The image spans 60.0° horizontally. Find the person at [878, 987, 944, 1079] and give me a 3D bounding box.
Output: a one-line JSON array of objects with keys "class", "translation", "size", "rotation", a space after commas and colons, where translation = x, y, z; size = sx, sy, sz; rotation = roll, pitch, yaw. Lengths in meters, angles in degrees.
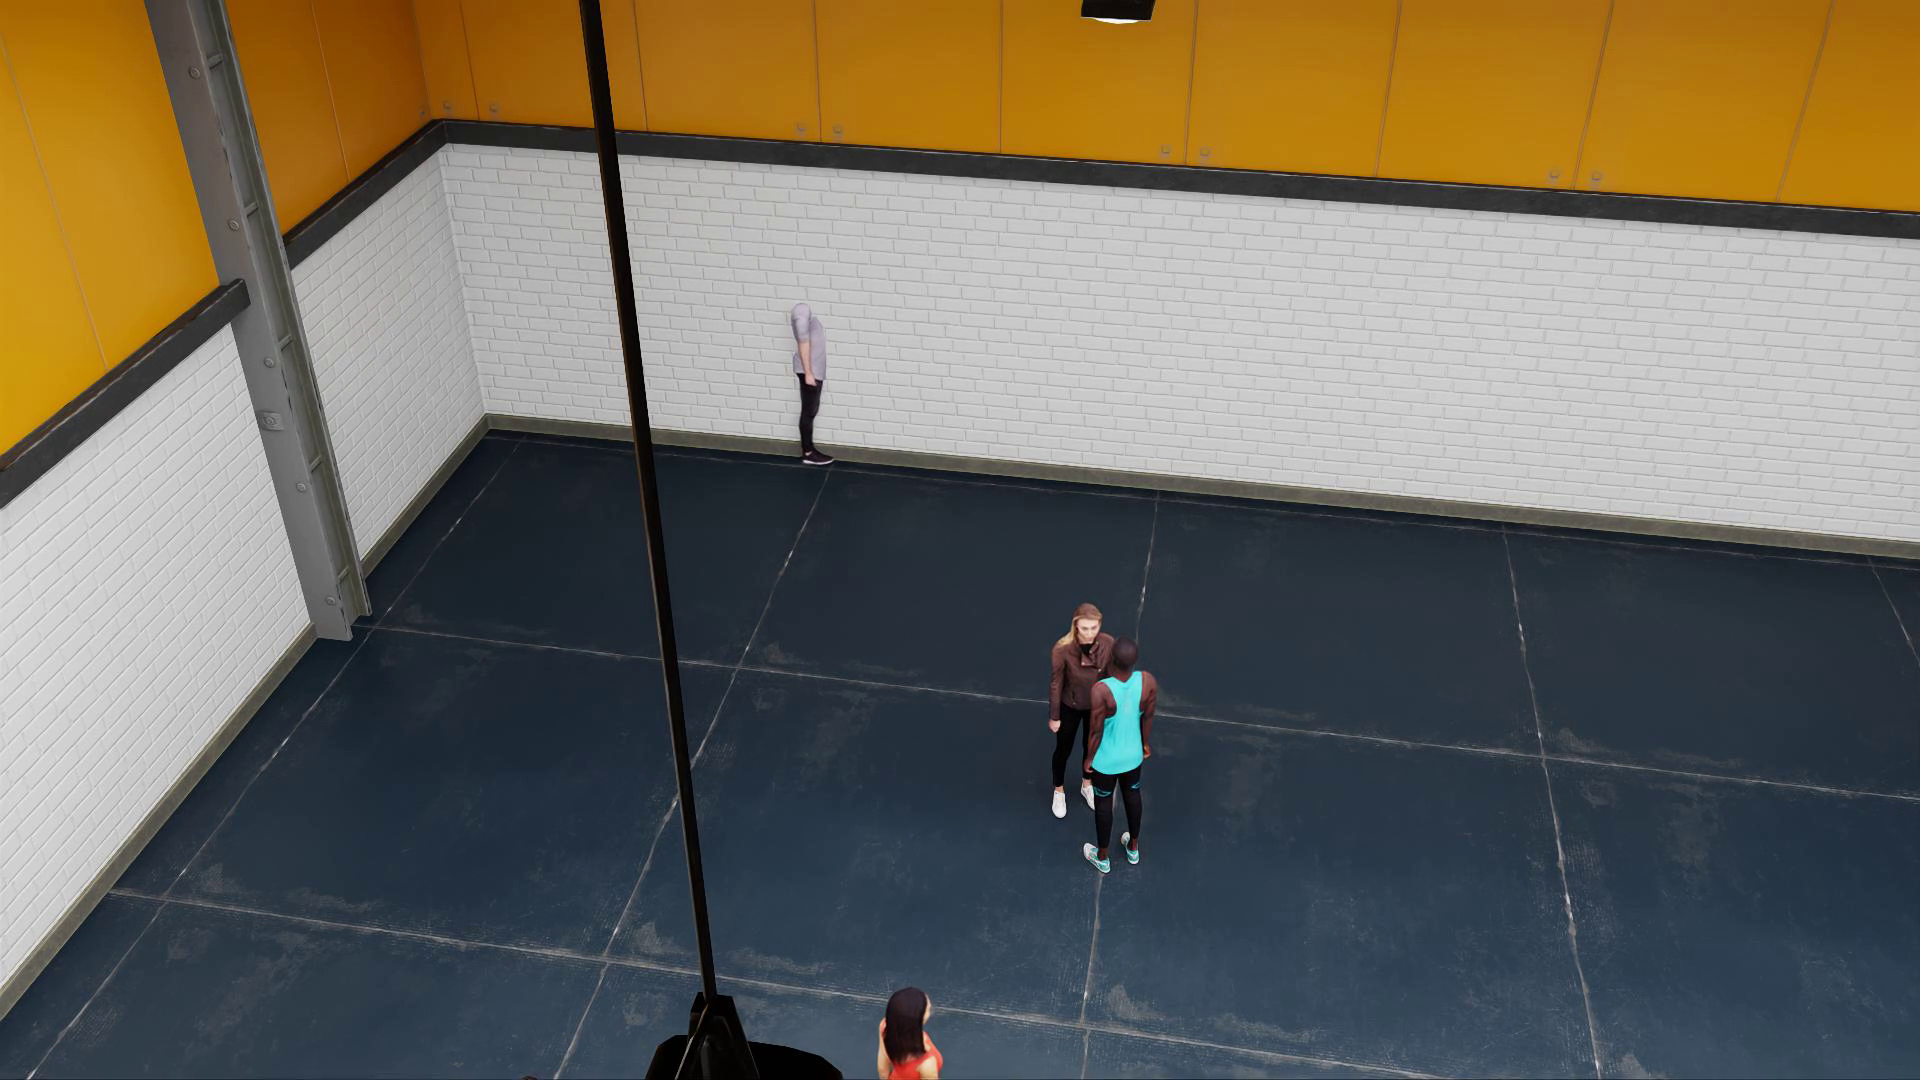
[{"class": "person", "translation": [-0.243, 2.887, 8.411], "size": [0.712, 1.718, 0.671], "rotation": [-26, 42, -34]}]

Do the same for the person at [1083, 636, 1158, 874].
[{"class": "person", "translation": [1.006, 1.366, 10.616], "size": [0.693, 1.811, 0.691], "rotation": [-11, 35, -16]}]

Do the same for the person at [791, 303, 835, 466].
[{"class": "person", "translation": [-1.357, -1.584, 15.033], "size": [0.760, 1.834, 0.562], "rotation": [1, 34, 2]}]

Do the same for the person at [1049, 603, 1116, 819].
[{"class": "person", "translation": [0.814, 1.112, 11.095], "size": [0.672, 1.703, 0.638], "rotation": [-8, 34, -11]}]
